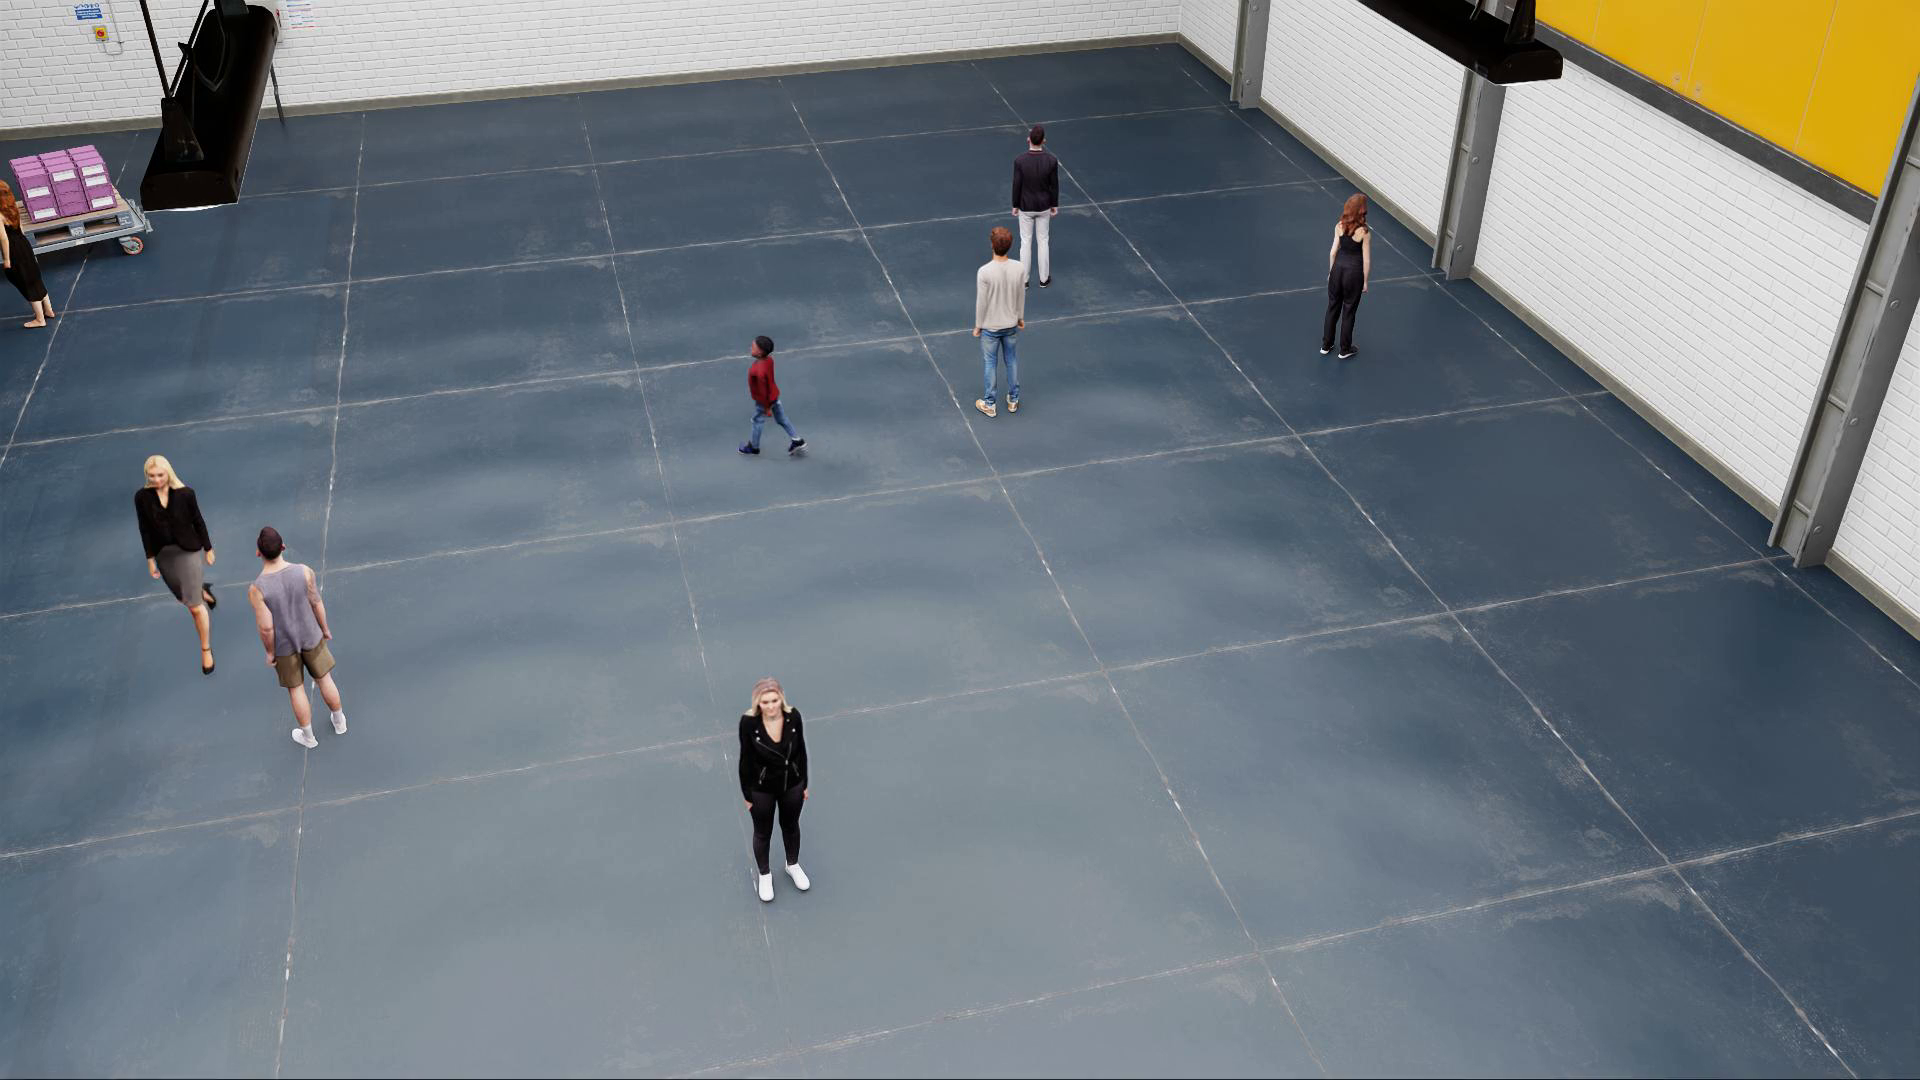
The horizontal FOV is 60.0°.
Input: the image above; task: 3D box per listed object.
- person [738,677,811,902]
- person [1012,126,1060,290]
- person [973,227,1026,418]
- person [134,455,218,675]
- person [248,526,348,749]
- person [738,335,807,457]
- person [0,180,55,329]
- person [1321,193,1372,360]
[{"bbox_3d":[-1.184,1.565,10.631,0.627,1.687,0.562,-13,36,-18],"label":"person"},{"bbox_3d":[0.821,-3.676,18.375,0.712,1.843,0.624,-1,34,-1],"label":"person"},{"bbox_3d":[0.381,-2.080,15.920,0.693,1.903,0.588,-12,35,-17],"label":"person"},{"bbox_3d":[-5.933,0.120,12.689,0.652,1.816,1.077,-6,34,-9],"label":"person"},{"bbox_3d":[-4.745,0.696,11.860,0.715,1.845,0.720,-26,42,-34],"label":"person"},{"bbox_3d":[-1.723,-1.324,15.372,0.821,1.250,0.870,8,34,12],"label":"person"},{"bbox_3d":[-9.977,-3.046,17.624,0.702,1.625,0.595,1,34,1],"label":"person"},{"bbox_3d":[3.949,-2.708,17.006,0.638,1.746,0.723,22,40,30],"label":"person"}]
